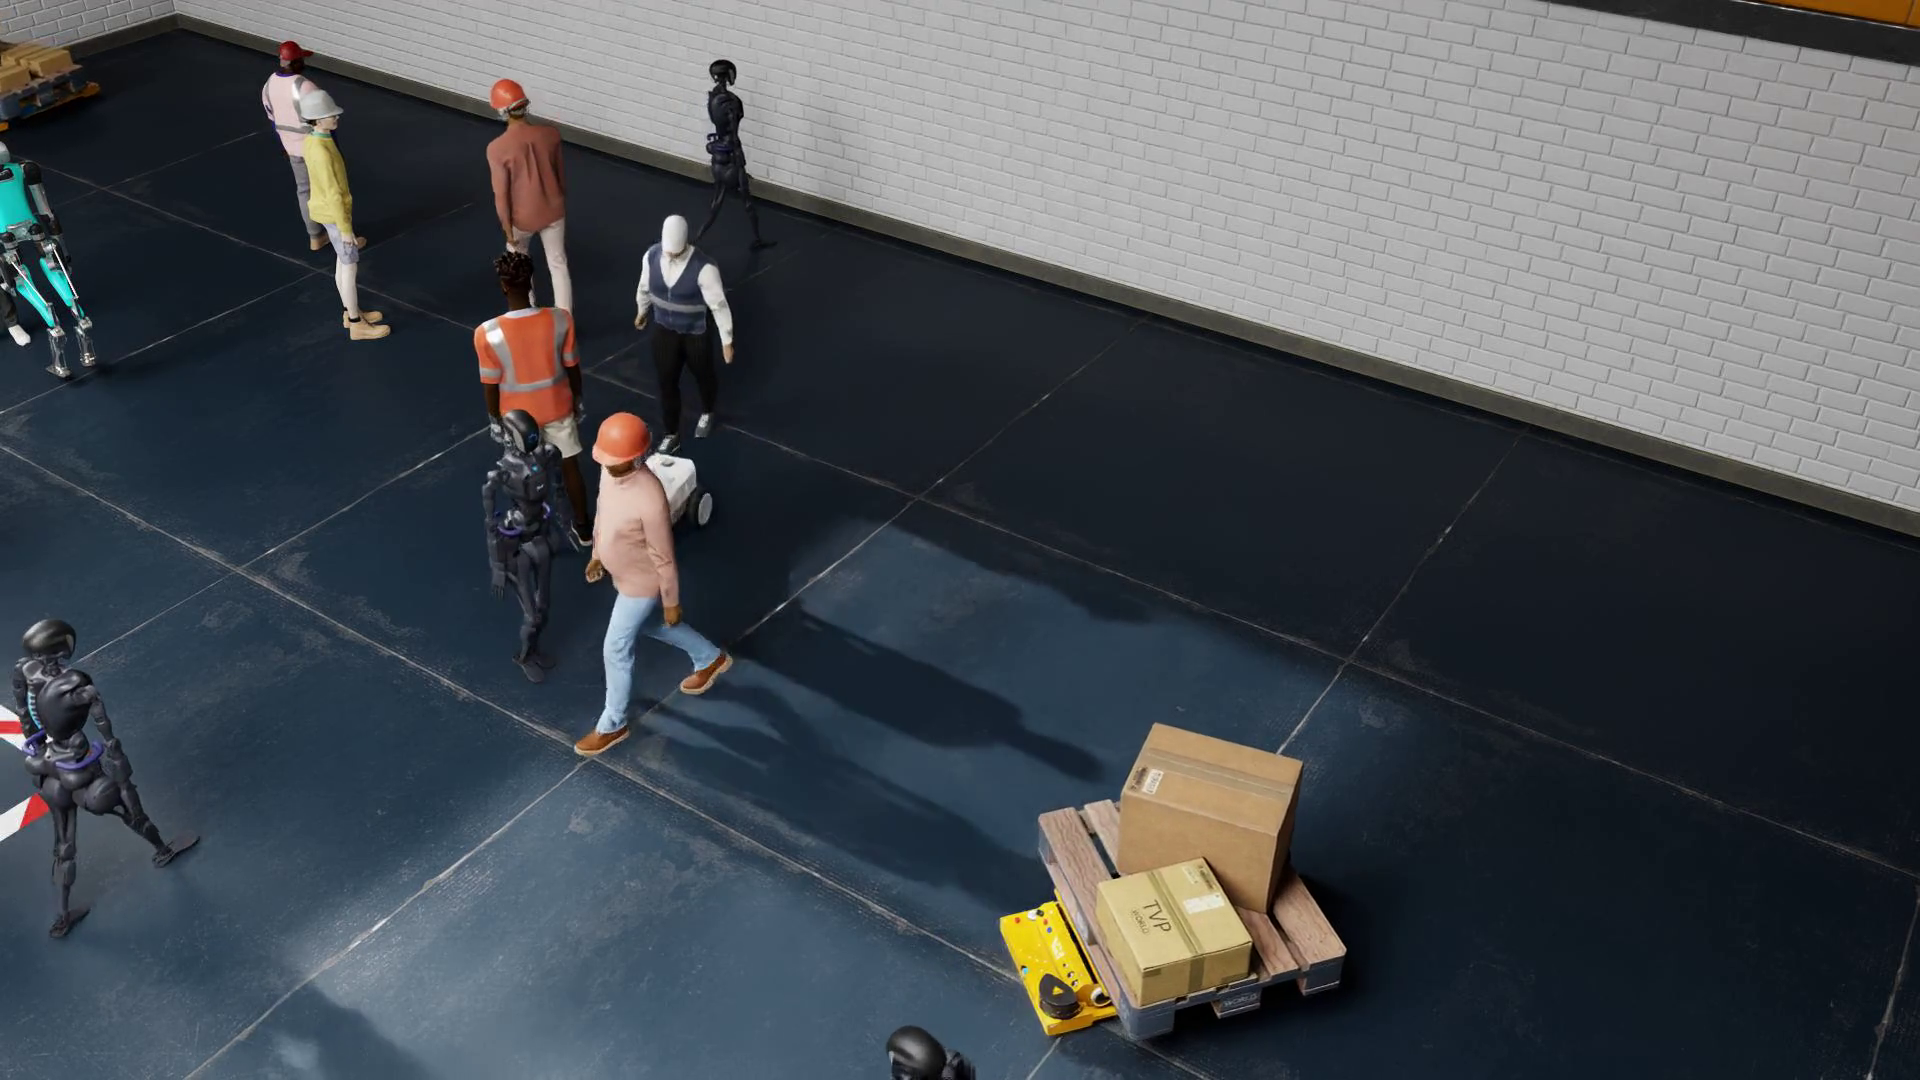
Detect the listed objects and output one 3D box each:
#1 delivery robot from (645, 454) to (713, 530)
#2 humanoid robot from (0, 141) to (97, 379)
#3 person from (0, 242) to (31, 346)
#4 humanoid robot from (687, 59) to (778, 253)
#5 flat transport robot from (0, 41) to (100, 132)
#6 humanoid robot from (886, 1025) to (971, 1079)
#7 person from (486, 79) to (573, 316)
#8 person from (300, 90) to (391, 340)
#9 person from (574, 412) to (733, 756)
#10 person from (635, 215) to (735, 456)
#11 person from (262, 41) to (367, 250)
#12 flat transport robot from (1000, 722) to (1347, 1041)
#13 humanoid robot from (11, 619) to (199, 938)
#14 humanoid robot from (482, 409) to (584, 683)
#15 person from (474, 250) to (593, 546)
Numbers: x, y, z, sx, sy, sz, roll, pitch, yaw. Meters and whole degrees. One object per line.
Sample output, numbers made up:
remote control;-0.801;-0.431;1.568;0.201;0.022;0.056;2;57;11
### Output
delivery robot;-1.910;-0.217;10.318;0.499;0.587;0.791;11;36;15
humanoid robot;-6.407;-1.892;11.571;0.533;1.677;0.735;-28;44;-34
person;-7.240;-2.247;12.084;0.531;1.864;0.309;-21;40;-27
humanoid robot;-1.929;-3.100;13.524;0.772;1.648;0.597;-15;38;-20
flat transport robot;-9.341;-4.342;16.469;0.659;0.231;1.431;14;37;19
humanoid robot;-0.109;2.275;5.779;0.318;1.650;0.606;20;39;26
person;-3.175;-2.453;12.287;0.626;1.960;0.783;-22;40;-28
person;-4.582;-2.387;12.263;0.394;1.889;0.485;-16;38;-21
person;-1.653;0.160;8.572;0.945;1.942;0.610;-16;38;-22
person;-1.844;-1.351;10.923;0.773;1.714;0.778;8;36;11
person;-5.264;-3.180;13.517;0.612;1.749;0.419;15;38;20
flat transport robot;0.963;1.811;7.675;1.431;0.231;0.659;-10;36;-14
humanoid robot;-4.048;1.034;7.609;0.626;1.619;0.799;13;37;18
humanoid robot;-2.346;0.012;9.025;0.354;1.646;0.602;23;41;29
person;-2.527;-0.792;9.931;0.606;1.957;0.395;-18;39;-24
